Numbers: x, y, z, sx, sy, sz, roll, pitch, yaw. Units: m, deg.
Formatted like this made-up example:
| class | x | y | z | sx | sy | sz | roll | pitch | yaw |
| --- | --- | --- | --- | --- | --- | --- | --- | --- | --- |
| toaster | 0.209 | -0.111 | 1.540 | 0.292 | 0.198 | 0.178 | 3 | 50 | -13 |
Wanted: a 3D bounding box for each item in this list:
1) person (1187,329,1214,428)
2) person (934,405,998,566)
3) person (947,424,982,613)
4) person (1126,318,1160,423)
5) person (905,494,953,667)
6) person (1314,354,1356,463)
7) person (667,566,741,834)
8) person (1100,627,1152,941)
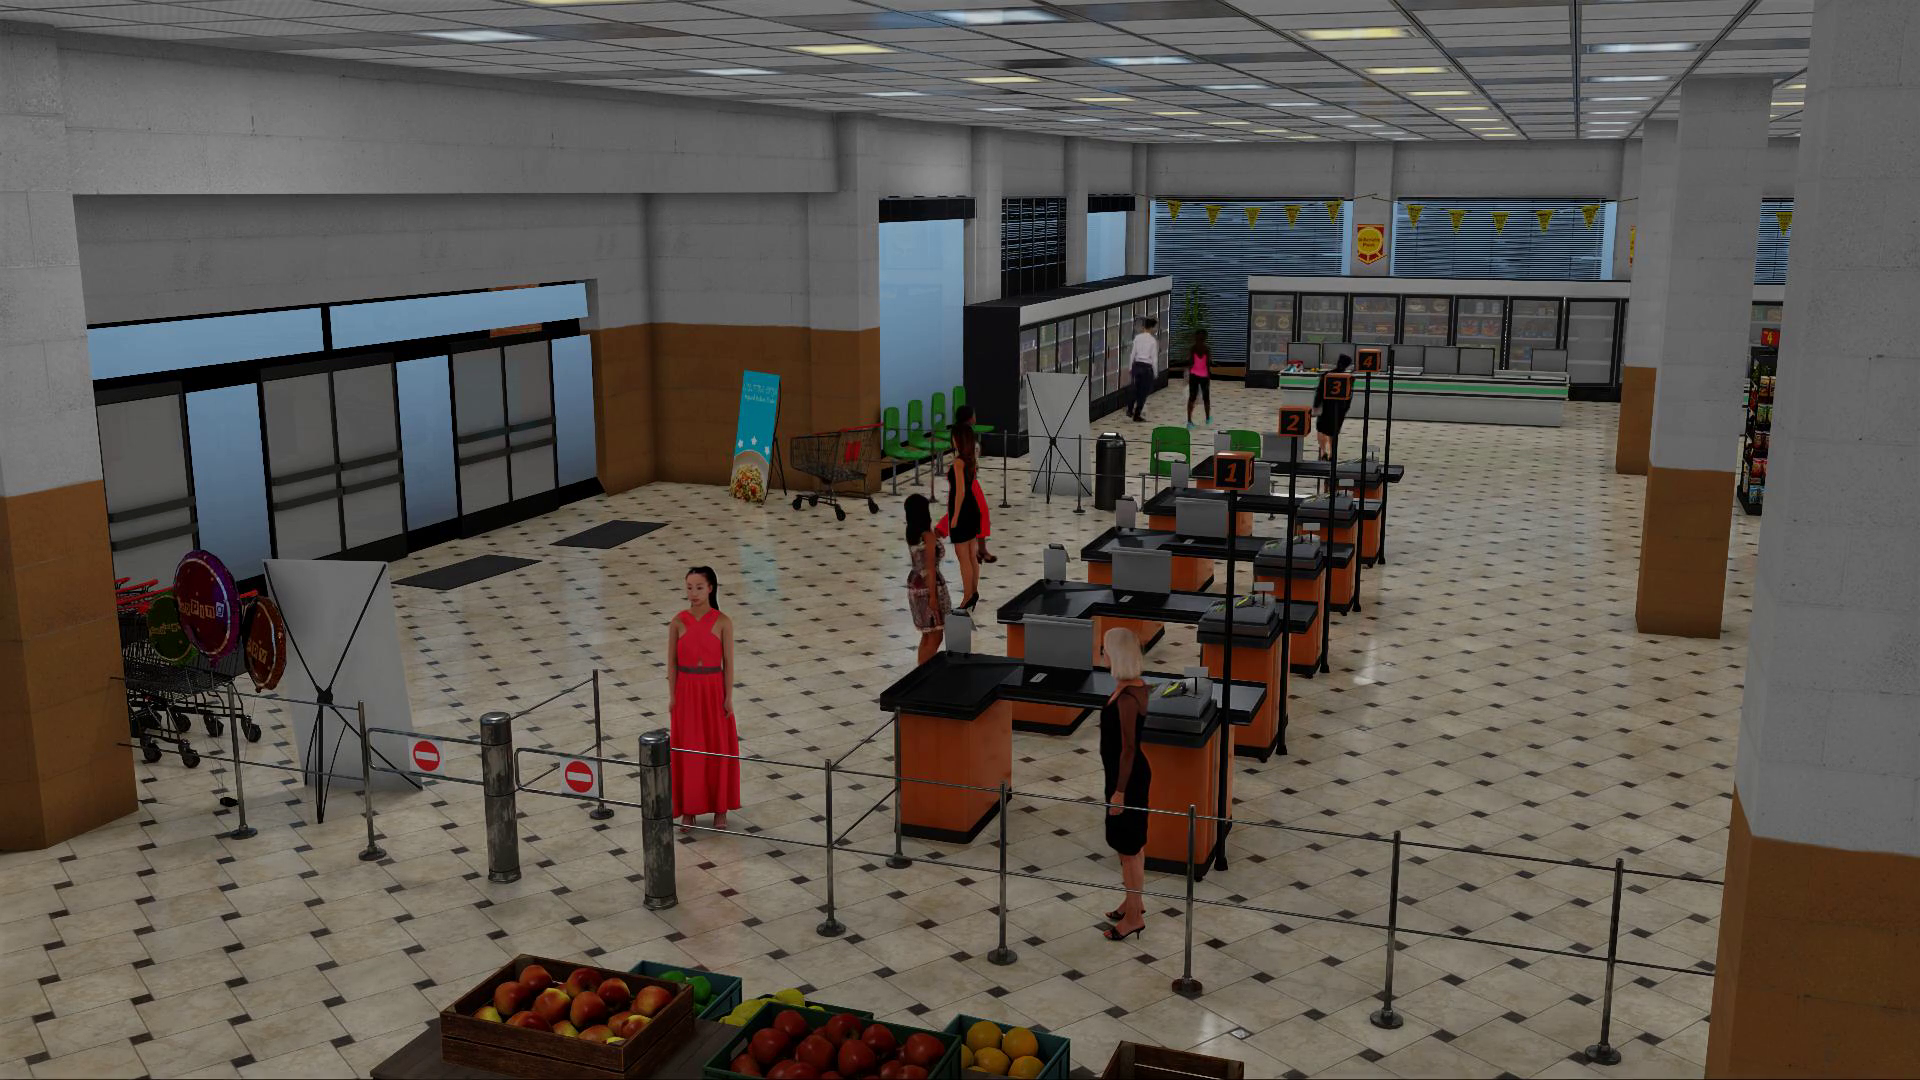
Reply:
| class | x | y | z | sx | sy | sz | roll | pitch | yaw |
| --- | --- | --- | --- | --- | --- | --- | --- | --- | --- |
| person | 4.049 | -2.724 | 28.425 | 1.098 | 1.671 | 0.787 | 6 | 13 | 27 |
| person | -0.038 | -0.548 | 17.872 | 1.108 | 1.761 | 1.099 | -7 | 14 | -29 |
| person | 0.036 | -0.210 | 16.094 | 0.509 | 1.834 | 0.572 | 4 | 13 | 19 |
| person | 3.197 | -2.969 | 29.211 | 0.717 | 1.828 | 0.874 | 6 | 13 | 27 |
| person | -0.283 | 0.461 | 13.449 | 0.879 | 1.610 | 0.830 | -3 | 12 | -12 |
| person | 5.514 | -1.912 | 24.615 | 0.784 | 1.653 | 0.914 | -5 | 13 | -23 |
| person | -1.639 | 1.010 | 10.555 | 0.629 | 1.727 | 0.752 | 0 | 12 | -2 |
| person | 0.910 | 1.318 | 9.054 | 0.556 | 1.744 | 0.632 | 2 | 12 | 11 |
